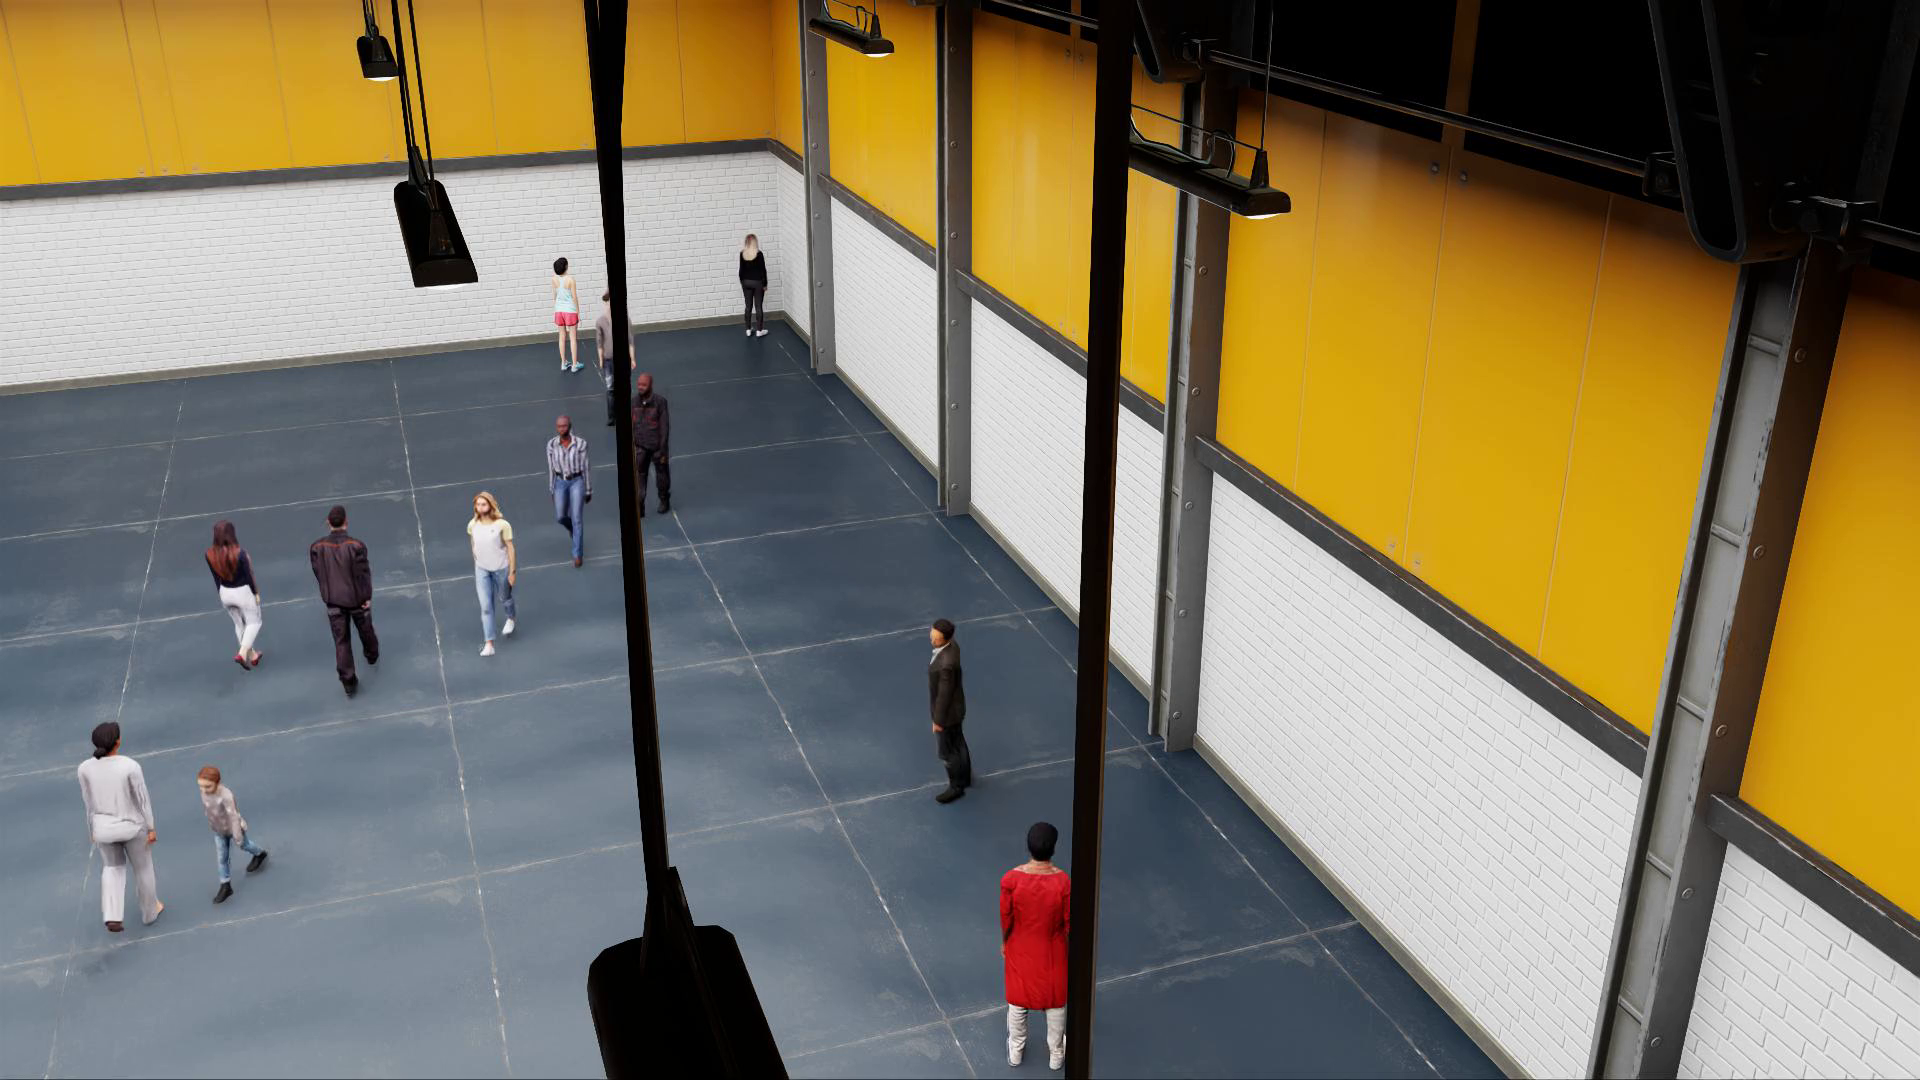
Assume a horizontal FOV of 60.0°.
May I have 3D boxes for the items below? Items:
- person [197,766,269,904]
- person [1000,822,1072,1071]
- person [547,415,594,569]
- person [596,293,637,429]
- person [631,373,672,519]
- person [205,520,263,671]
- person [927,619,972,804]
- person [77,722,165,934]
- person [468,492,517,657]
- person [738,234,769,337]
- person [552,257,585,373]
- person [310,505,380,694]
[{"bbox_3d":[-5.794,2.251,13.237,0.780,1.157,0.929,6,24,14],"label":"person"},{"bbox_3d":[0.529,2.740,11.212,0.774,1.883,0.764,4,24,9],"label":"person"},{"bbox_3d":[-4.440,-0.601,18.984,0.775,1.781,0.975,-2,24,-5],"label":"person"},{"bbox_3d":[-4.794,-2.552,23.337,0.841,1.868,1.191,-3,24,-8],"label":"person"},{"bbox_3d":[-3.720,-1.194,20.315,1.012,1.801,1.182,3,24,8],"label":"person"},{"bbox_3d":[-7.187,0.588,16.496,0.804,1.594,0.933,3,24,6],"label":"person"},{"bbox_3d":[-0.052,1.420,14.365,0.975,1.776,0.757,7,25,15],"label":"person"},{"bbox_3d":[-6.393,2.226,12.595,0.792,1.717,0.917,-1,24,-2],"label":"person"},{"bbox_3d":[-4.739,0.296,17.074,0.949,1.666,1.218,2,24,4],"label":"person"},{"bbox_3d":[-3.407,-4.188,27.310,0.699,1.684,0.719,9,25,19],"label":"person"},{"bbox_3d":[-6.060,-3.485,25.600,0.665,1.764,0.710,6,24,14],"label":"person"},{"bbox_3d":[-5.997,0.598,16.200,0.871,1.813,1.229,-4,24,-9],"label":"person"}]
